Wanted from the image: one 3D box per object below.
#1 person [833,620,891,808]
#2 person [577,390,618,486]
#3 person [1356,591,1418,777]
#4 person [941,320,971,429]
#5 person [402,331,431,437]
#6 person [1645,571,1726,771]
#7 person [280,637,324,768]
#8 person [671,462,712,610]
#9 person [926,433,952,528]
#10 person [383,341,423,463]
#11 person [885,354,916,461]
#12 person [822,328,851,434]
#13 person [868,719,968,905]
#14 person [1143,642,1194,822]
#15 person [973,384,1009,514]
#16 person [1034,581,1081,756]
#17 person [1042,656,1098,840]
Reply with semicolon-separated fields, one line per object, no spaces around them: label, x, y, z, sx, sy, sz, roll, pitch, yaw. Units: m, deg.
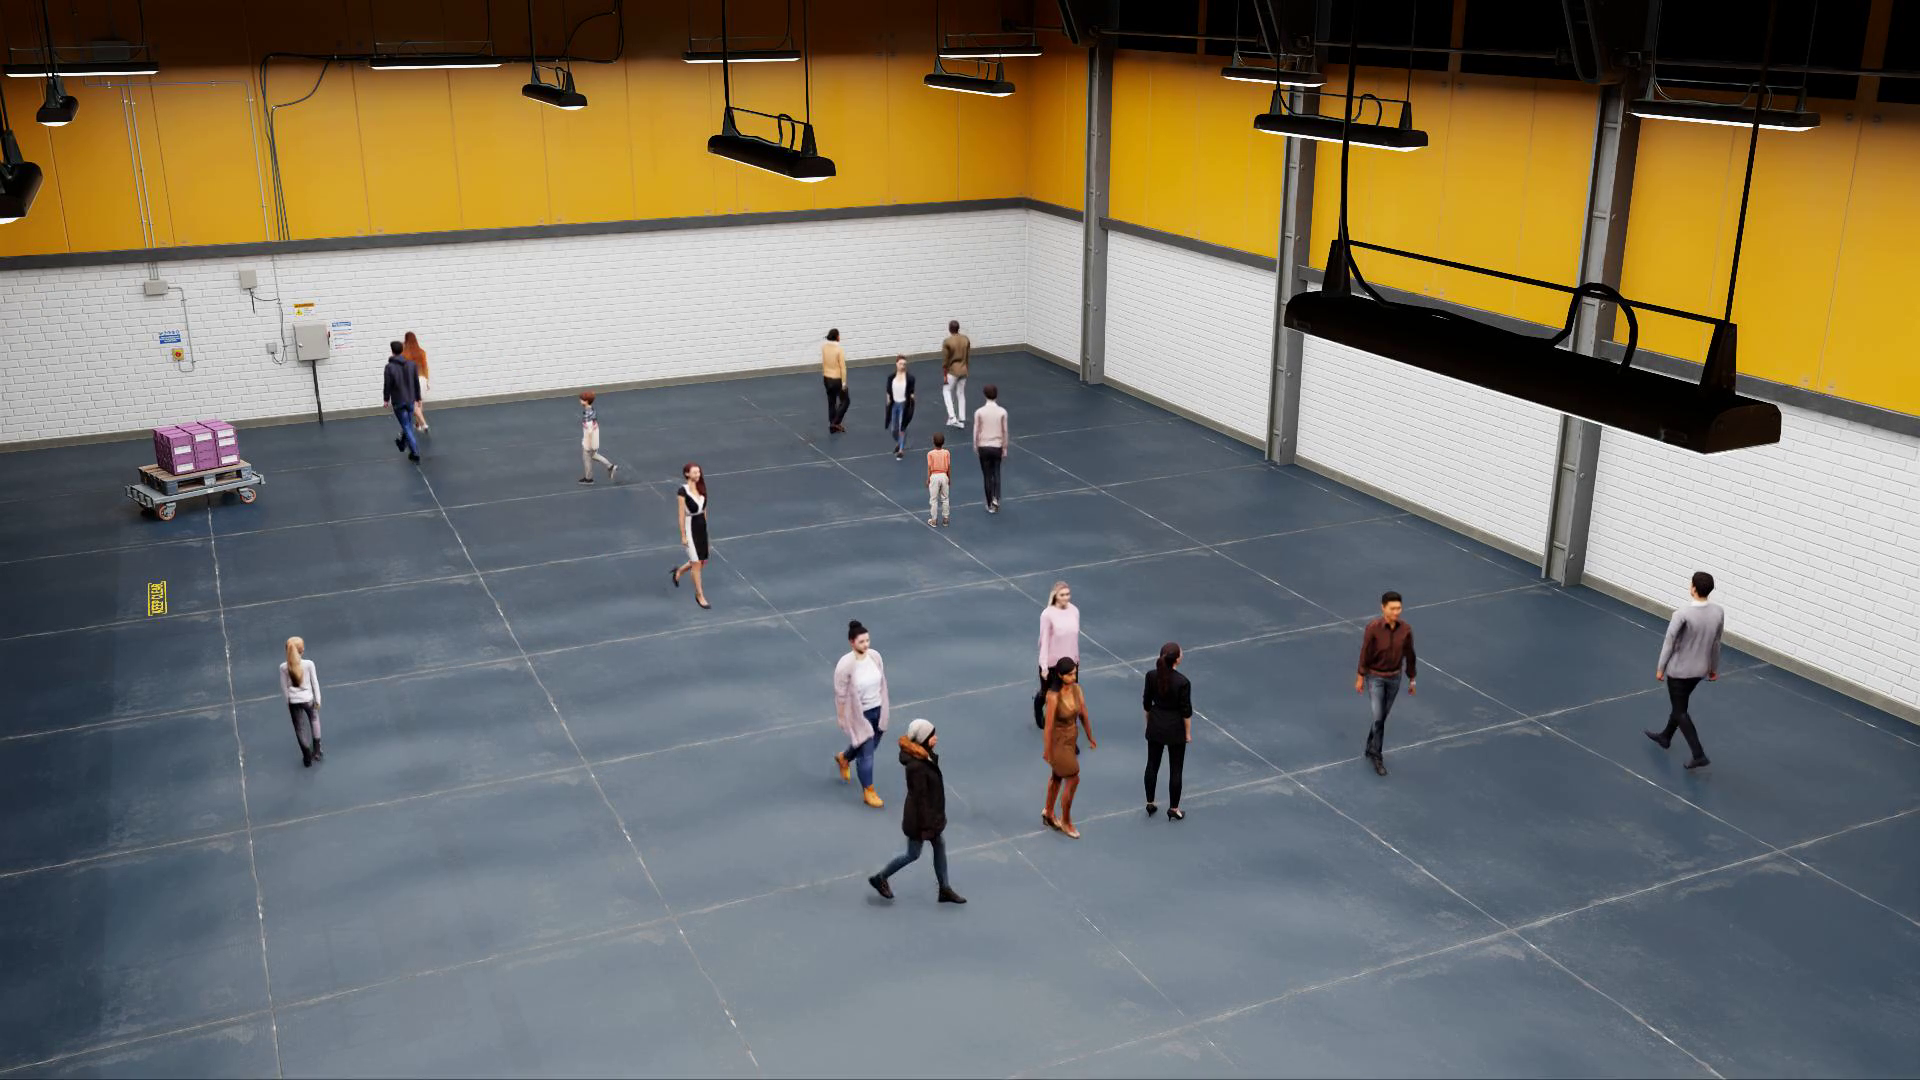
person;-0.930;1.533;15.067;0.880;1.721;1.106;-17;25;-40
person;-5.389;-1.516;24.583;0.821;1.427;0.835;2;19;5
person;3.975;1.286;15.738;0.813;1.760;0.938;-3;19;-9
person;-0.022;-2.732;27.598;0.723;1.807;0.629;-9;21;-25
person;-8.868;-2.530;27.175;0.798;1.693;1.121;-15;24;-37
person;6.906;1.240;15.646;0.857;1.908;1.248;-6;19;-17
person;-6.236;1.551;15.728;0.495;1.266;0.535;-7;20;-19
person;-3.210;-0.065;19.717;0.987;1.783;0.839;12;22;32
person;-0.292;-0.834;22.739;0.528;1.310;0.511;-5;19;-14
person;-8.557;-2.098;25.669;0.917;1.836;1.232;-16;25;-40
person;-0.904;-2.074;25.860;0.809;1.668;0.871;4;19;11
person;-2.108;-2.585;27.262;0.786;1.743;0.861;12;22;32
person;-0.370;2.197;13.275;1.066;1.606;1.071;4;19;12
person;1.820;1.688;14.701;0.659;1.660;0.755;11;22;30
person;0.426;-1.251;23.229;0.720;1.789;0.775;-2;19;-6
person;0.914;1.185;16.210;0.655;1.651;1.132;-7;20;-20
person;0.812;1.768;14.449;0.801;1.670;0.741;11;21;29
